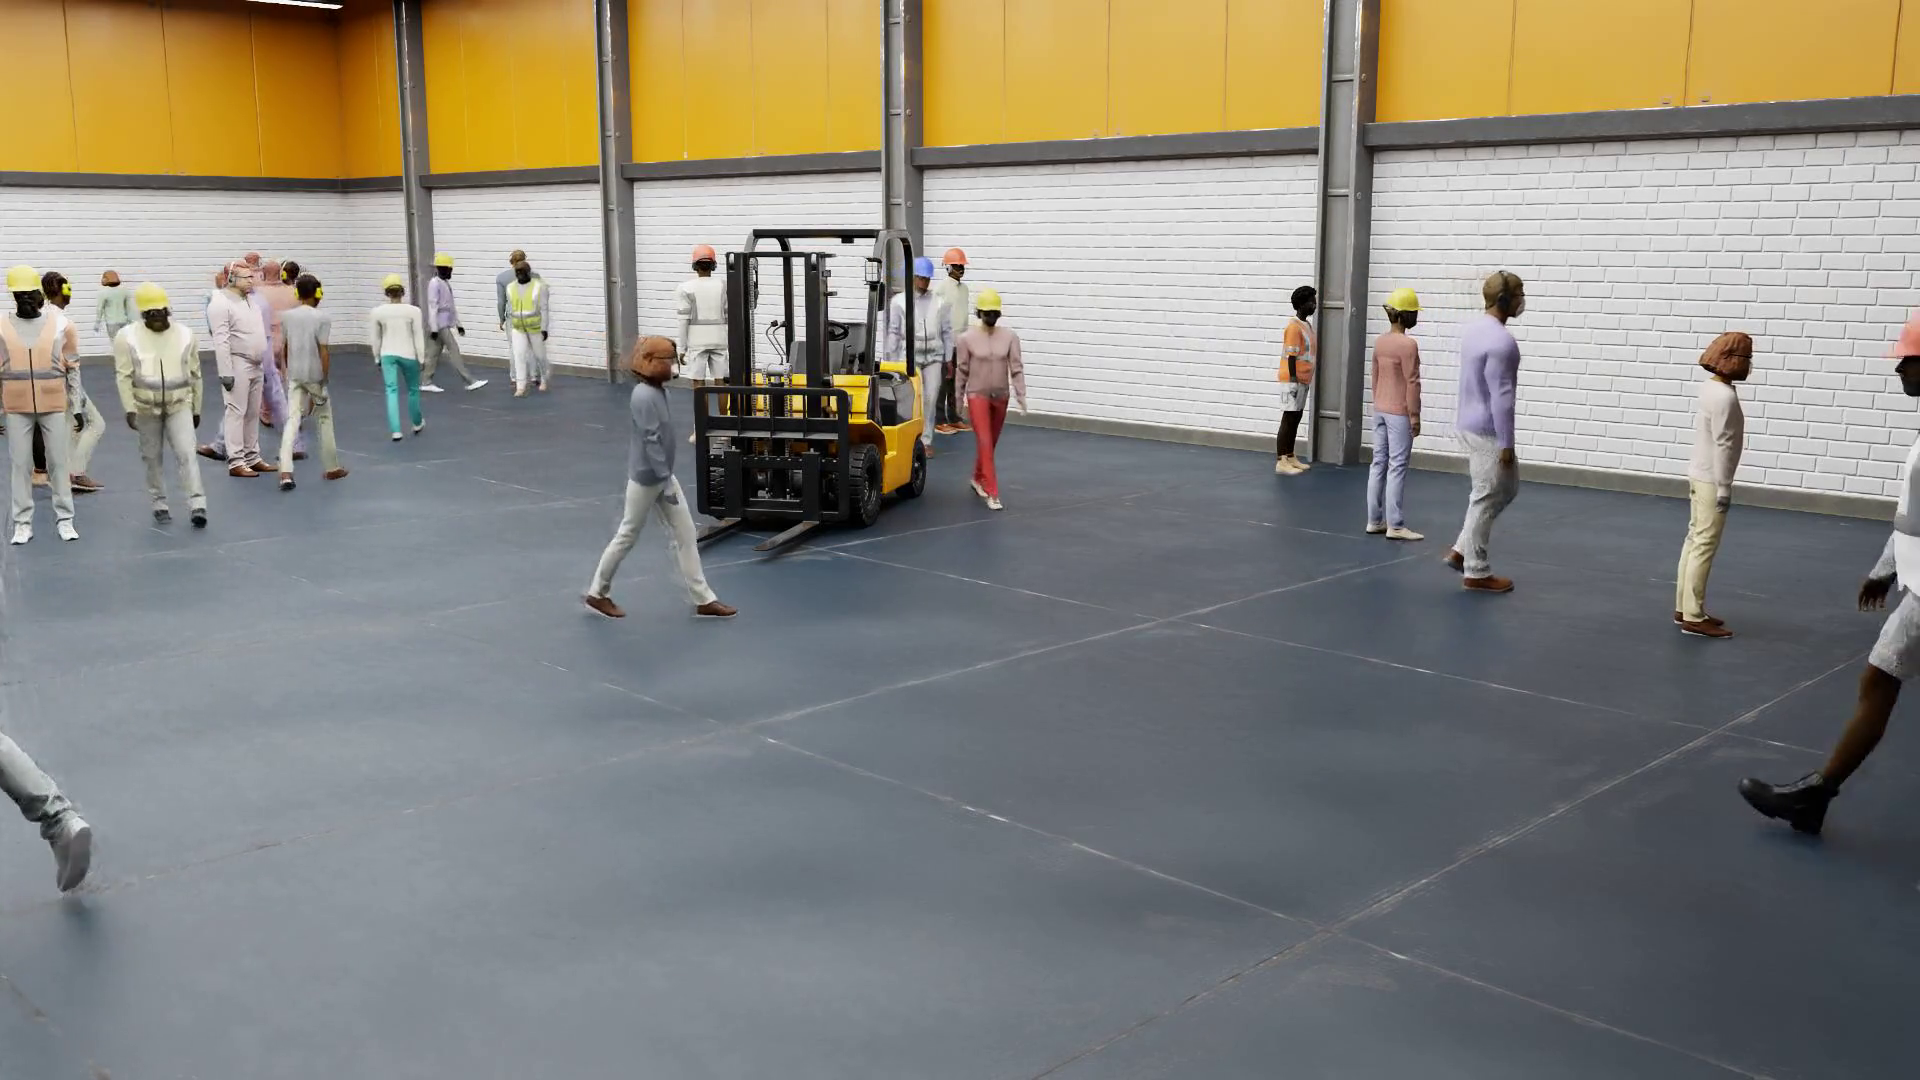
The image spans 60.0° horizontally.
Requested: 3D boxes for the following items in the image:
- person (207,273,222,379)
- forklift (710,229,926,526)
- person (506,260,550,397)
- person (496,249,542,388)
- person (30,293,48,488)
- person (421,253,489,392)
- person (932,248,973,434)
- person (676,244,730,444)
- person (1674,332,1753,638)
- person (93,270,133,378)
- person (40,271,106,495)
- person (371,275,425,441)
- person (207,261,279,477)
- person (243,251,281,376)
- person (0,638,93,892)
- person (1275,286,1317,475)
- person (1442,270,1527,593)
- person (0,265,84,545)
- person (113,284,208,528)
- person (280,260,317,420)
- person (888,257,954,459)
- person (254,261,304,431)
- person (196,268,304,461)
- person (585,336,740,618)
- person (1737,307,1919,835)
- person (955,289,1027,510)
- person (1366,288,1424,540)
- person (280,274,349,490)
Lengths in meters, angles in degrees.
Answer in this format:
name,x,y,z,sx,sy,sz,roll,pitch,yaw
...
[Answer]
name,x,y,z,sx,sy,sz,roll,pitch,yaw
person,-10.830,-3.149,24.562,0.522,1.602,0.879,0,10,0
forklift,-1.050,-1.319,12.920,1.214,2.155,2.313,2,11,13
person,-5.768,-2.847,22.323,0.621,1.813,0.892,1,10,5
person,-6.168,-3.109,23.375,0.636,1.939,0.364,-3,11,-18
person,-7.820,-1.292,14.123,0.322,1.697,0.535,6,12,29
person,-6.917,-2.932,22.560,0.972,1.876,0.610,-1,10,-4
person,-0.074,-2.150,17.989,0.380,1.996,0.608,7,13,34
person,-2.591,-1.994,17.012,0.608,2.044,0.370,-4,11,-21
person,4.041,-0.299,8.904,0.270,1.627,0.502,2,11,13
person,-12.694,-3.217,24.855,0.661,1.611,0.514,4,11,23
person,-7.267,-1.275,13.646,0.579,1.834,0.457,9,14,42
person,-5.910,-1.929,17.545,0.535,1.706,0.905,-2,11,-11
person,-6.363,-1.517,14.787,0.409,1.906,0.651,1,10,5
person,-9.825,-3.070,23.256,0.652,1.904,0.403,-8,13,-35
person,-3.177,0.330,5.223,0.720,1.725,0.494,3,11,17
person,3.017,-1.428,14.895,0.322,1.691,0.532,5,11,24
person,3.168,-0.628,9.868,0.438,1.928,0.652,1,10,5
person,-6.420,-0.937,11.558,0.585,1.929,0.377,-5,12,-27
person,-5.784,-0.955,12.088,0.579,1.777,0.891,-6,12,-31
person,-7.597,-2.285,19.125,0.602,1.855,0.516,5,12,26
person,-0.379,-1.745,15.958,0.612,1.927,0.478,-3,11,-17
person,-7.482,-2.125,18.257,0.676,1.851,1.025,-7,12,-33
person,-6.711,-1.641,15.630,1.027,1.836,0.664,1,10,5
person,-1.707,-0.335,9.217,0.873,1.589,0.494,2,11,12
person,3.310,0.136,5.786,0.973,1.889,0.552,6,12,30
person,0.223,-1.138,13.281,0.538,1.723,0.916,-4,11,-19
person,3.081,-0.884,11.716,0.308,1.769,0.525,-3,11,-17
person,-5.590,-1.350,14.165,0.536,1.817,1.005,1,10,6
